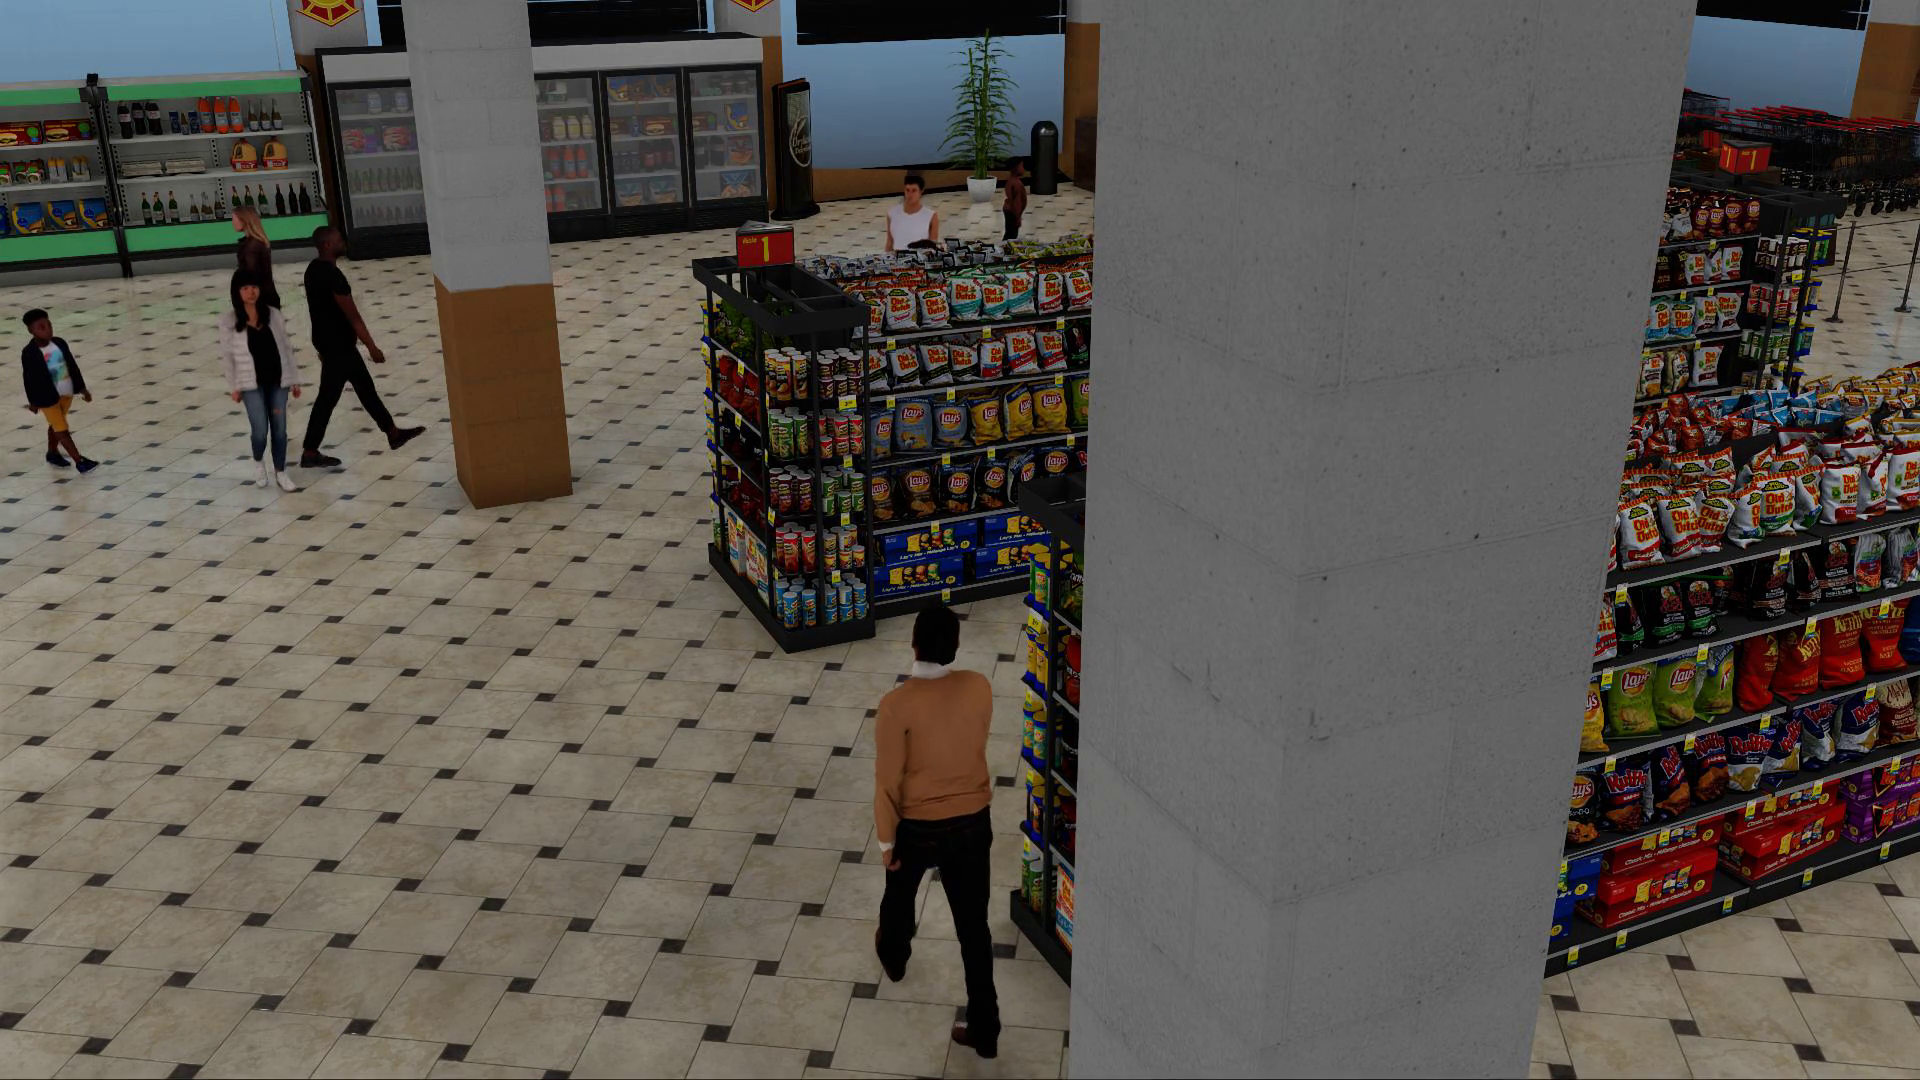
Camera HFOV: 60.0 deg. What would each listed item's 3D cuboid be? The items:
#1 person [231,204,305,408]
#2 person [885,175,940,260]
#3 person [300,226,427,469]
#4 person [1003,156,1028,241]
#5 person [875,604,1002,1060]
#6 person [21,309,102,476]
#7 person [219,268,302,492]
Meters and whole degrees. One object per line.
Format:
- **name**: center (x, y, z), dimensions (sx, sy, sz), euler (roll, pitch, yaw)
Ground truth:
- **person**: center (-5.671, -1.923, 13.738), dimensions (0.653, 1.693, 0.649), euler (-6, 23, -15)
- **person**: center (-0.399, -2.336, 14.658), dimensions (0.959, 1.773, 1.025), euler (8, 23, 20)
- **person**: center (-4.683, -1.373, 12.263), dimensions (1.222, 1.772, 0.778), euler (-13, 25, -29)
- **person**: center (0.589, -3.690, 18.731), dimensions (0.532, 1.250, 0.563), euler (-5, 22, -12)
- **person**: center (-0.036, 1.109, 6.170), dimensions (1.146, 1.710, 0.785), euler (-8, 23, -20)
- **person**: center (-6.733, -1.092, 12.278), dimensions (0.909, 1.241, 0.865), euler (9, 24, 21)
- **person**: center (-5.014, -1.151, 11.904), dimensions (0.643, 1.628, 0.759), euler (-19, 29, -39)
